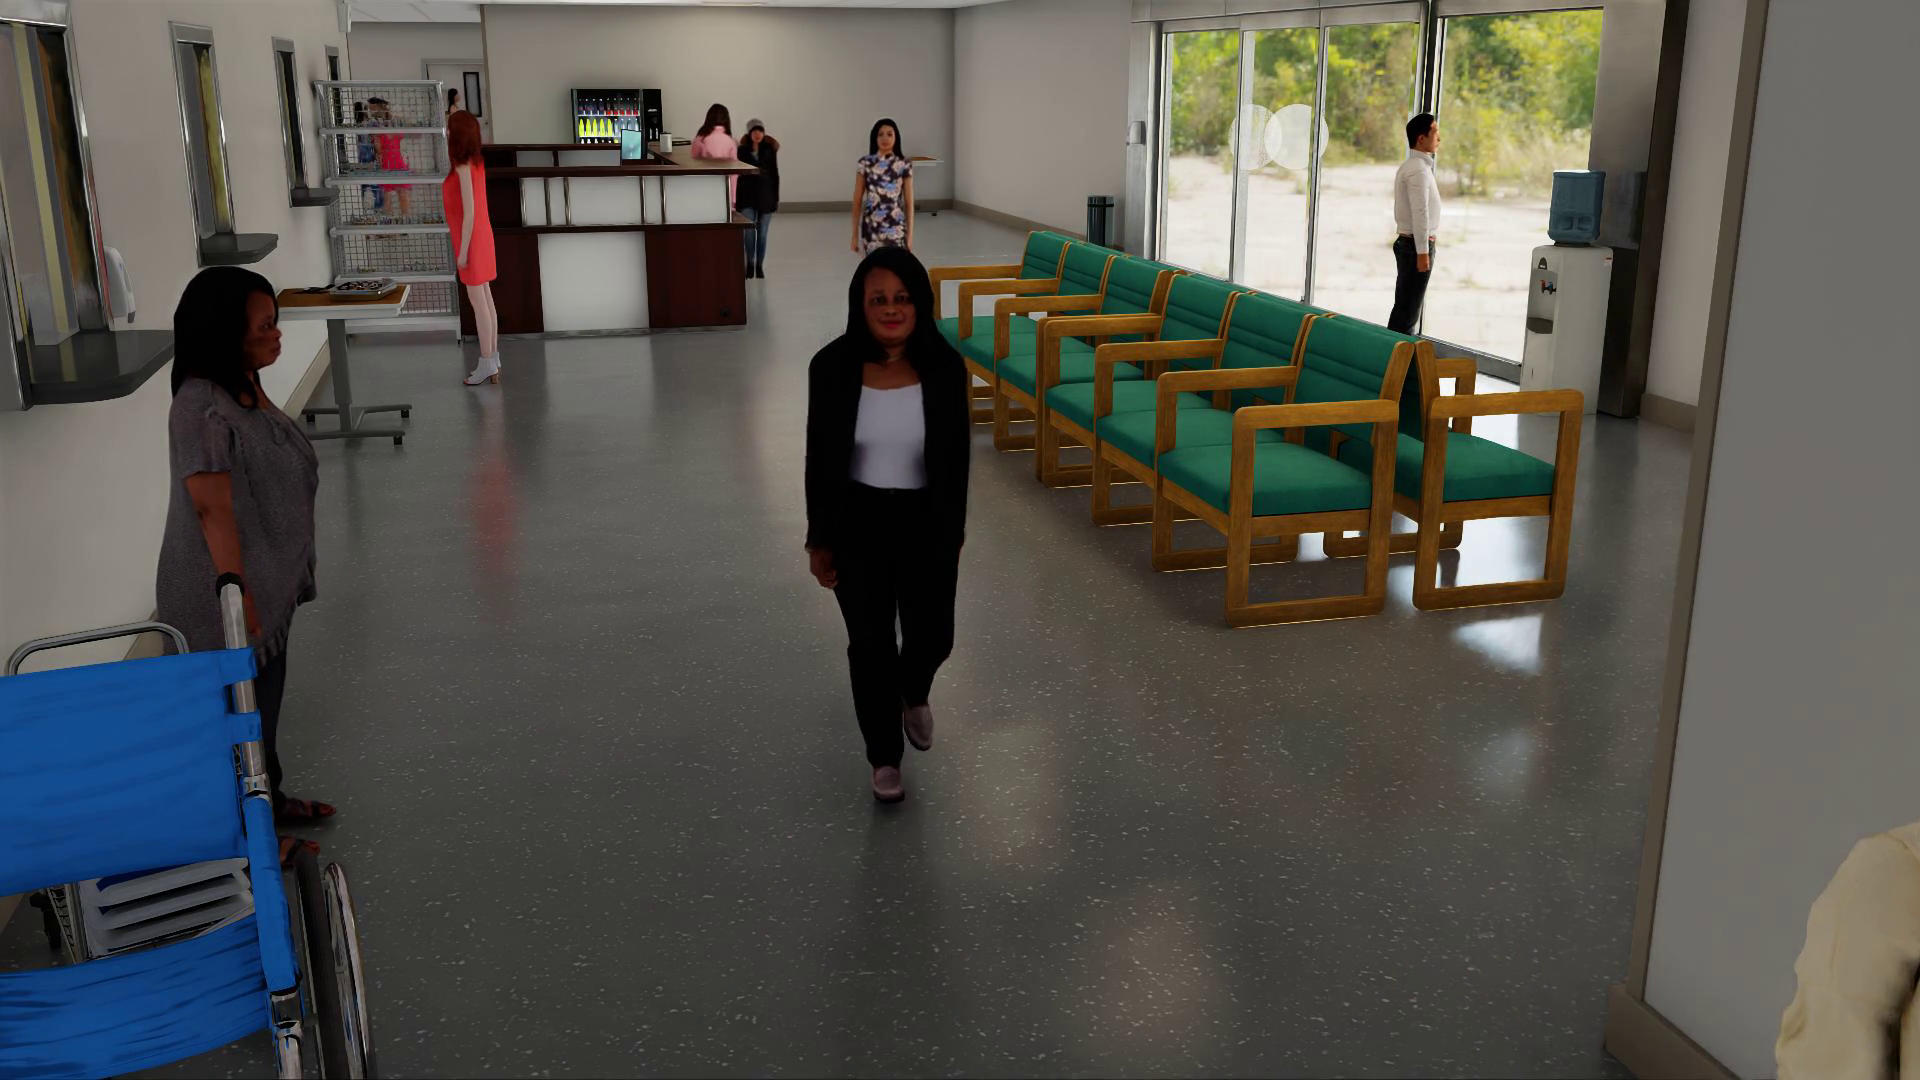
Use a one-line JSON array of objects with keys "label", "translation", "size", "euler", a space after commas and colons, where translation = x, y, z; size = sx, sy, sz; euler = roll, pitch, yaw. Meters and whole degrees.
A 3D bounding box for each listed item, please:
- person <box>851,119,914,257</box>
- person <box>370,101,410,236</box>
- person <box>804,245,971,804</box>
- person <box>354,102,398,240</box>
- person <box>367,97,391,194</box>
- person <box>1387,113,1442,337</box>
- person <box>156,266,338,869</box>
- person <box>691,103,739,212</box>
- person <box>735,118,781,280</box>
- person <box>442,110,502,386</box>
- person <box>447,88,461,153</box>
[{"label": "person", "translation": [-0.572, -2.321, 12.729], "size": [0.949, 1.704, 0.847], "euler": [1, 16, 4]}, {"label": "person", "translation": [-7.288, -4.775, 21.471], "size": [0.969, 1.683, 0.987], "euler": [15, 21, 42]}, {"label": "person", "translation": [-0.218, -0.045, 4.839], "size": [0.704, 1.606, 0.742], "euler": [-3, 16, -9]}, {"label": "person", "translation": [-7.606, -4.622, 20.914], "size": [0.810, 1.691, 0.595], "euler": [-3, 16, -11]}, {"label": "person", "translation": [-10.204, -6.936, 29.220], "size": [0.699, 1.639, 0.646], "euler": [-11, 19, -33]}, {"label": "person", "translation": [3.017, -1.917, 11.099], "size": [0.694, 1.812, 0.730], "euler": [2, 16, 6]}, {"label": "person", "translation": [-1.926, 0.079, 4.404], "size": [0.648, 1.604, 0.639], "euler": [-5, 17, -17]}, {"label": "person", "translation": [-2.274, -3.075, 15.318], "size": [1.057, 1.751, 0.668], "euler": [-6, 17, -19]}, {"label": "person", "translation": [-2.094, -3.492, 17.043], "size": [0.605, 1.618, 0.666], "euler": [-3, 16, -11]}, {"label": "person", "translation": [-3.304, -1.986, 11.314], "size": [0.568, 1.828, 0.632], "euler": [-1, 16, -4]}, {"label": "person", "translation": [-9.242, -7.355, 30.459], "size": [0.674, 1.773, 0.688], "euler": [-6, 17, -20]}]
